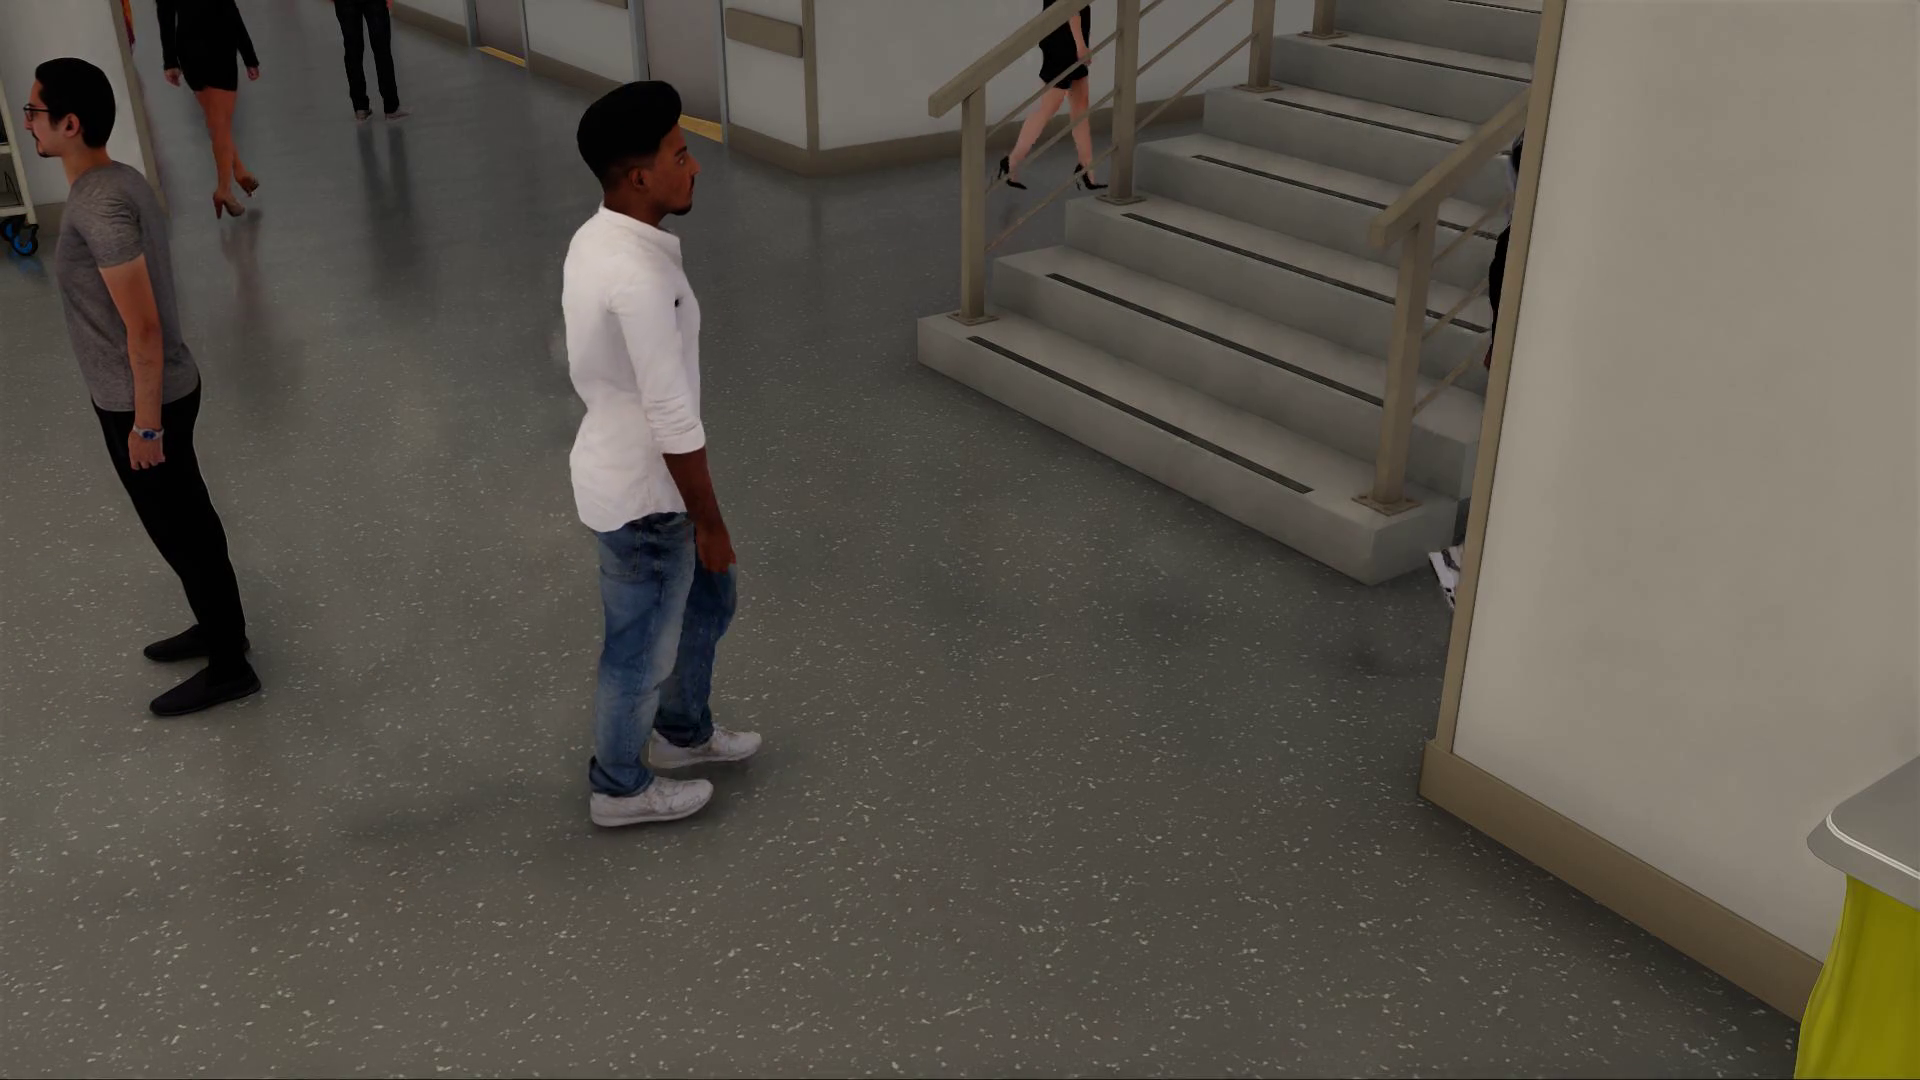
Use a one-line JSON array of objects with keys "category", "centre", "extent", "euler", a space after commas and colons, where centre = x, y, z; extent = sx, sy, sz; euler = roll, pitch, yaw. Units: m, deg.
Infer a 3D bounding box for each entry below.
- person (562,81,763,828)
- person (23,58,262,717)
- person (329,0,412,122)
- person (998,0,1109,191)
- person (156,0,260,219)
[{"category": "person", "centre": [-0.816, -0.131, 3.849], "extent": [0.792, 1.794, 0.748], "euler": [-8, 27, -17]}, {"category": "person", "centre": [-2.170, -0.392, 4.437], "extent": [0.579, 1.754, 0.655], "euler": [-12, 28, -23]}, {"category": "person", "centre": [-4.174, -3.823, 11.538], "extent": [0.663, 1.766, 0.763], "euler": [0, 26, -1]}, {"category": "person", "centre": [0.521, -2.820, 9.561], "extent": [0.989, 1.678, 0.905], "euler": [2, 26, 4]}, {"category": "person", "centre": [-4.141, -2.552, 9.079], "extent": [0.927, 1.613, 0.965], "euler": [3, 26, 6]}]
